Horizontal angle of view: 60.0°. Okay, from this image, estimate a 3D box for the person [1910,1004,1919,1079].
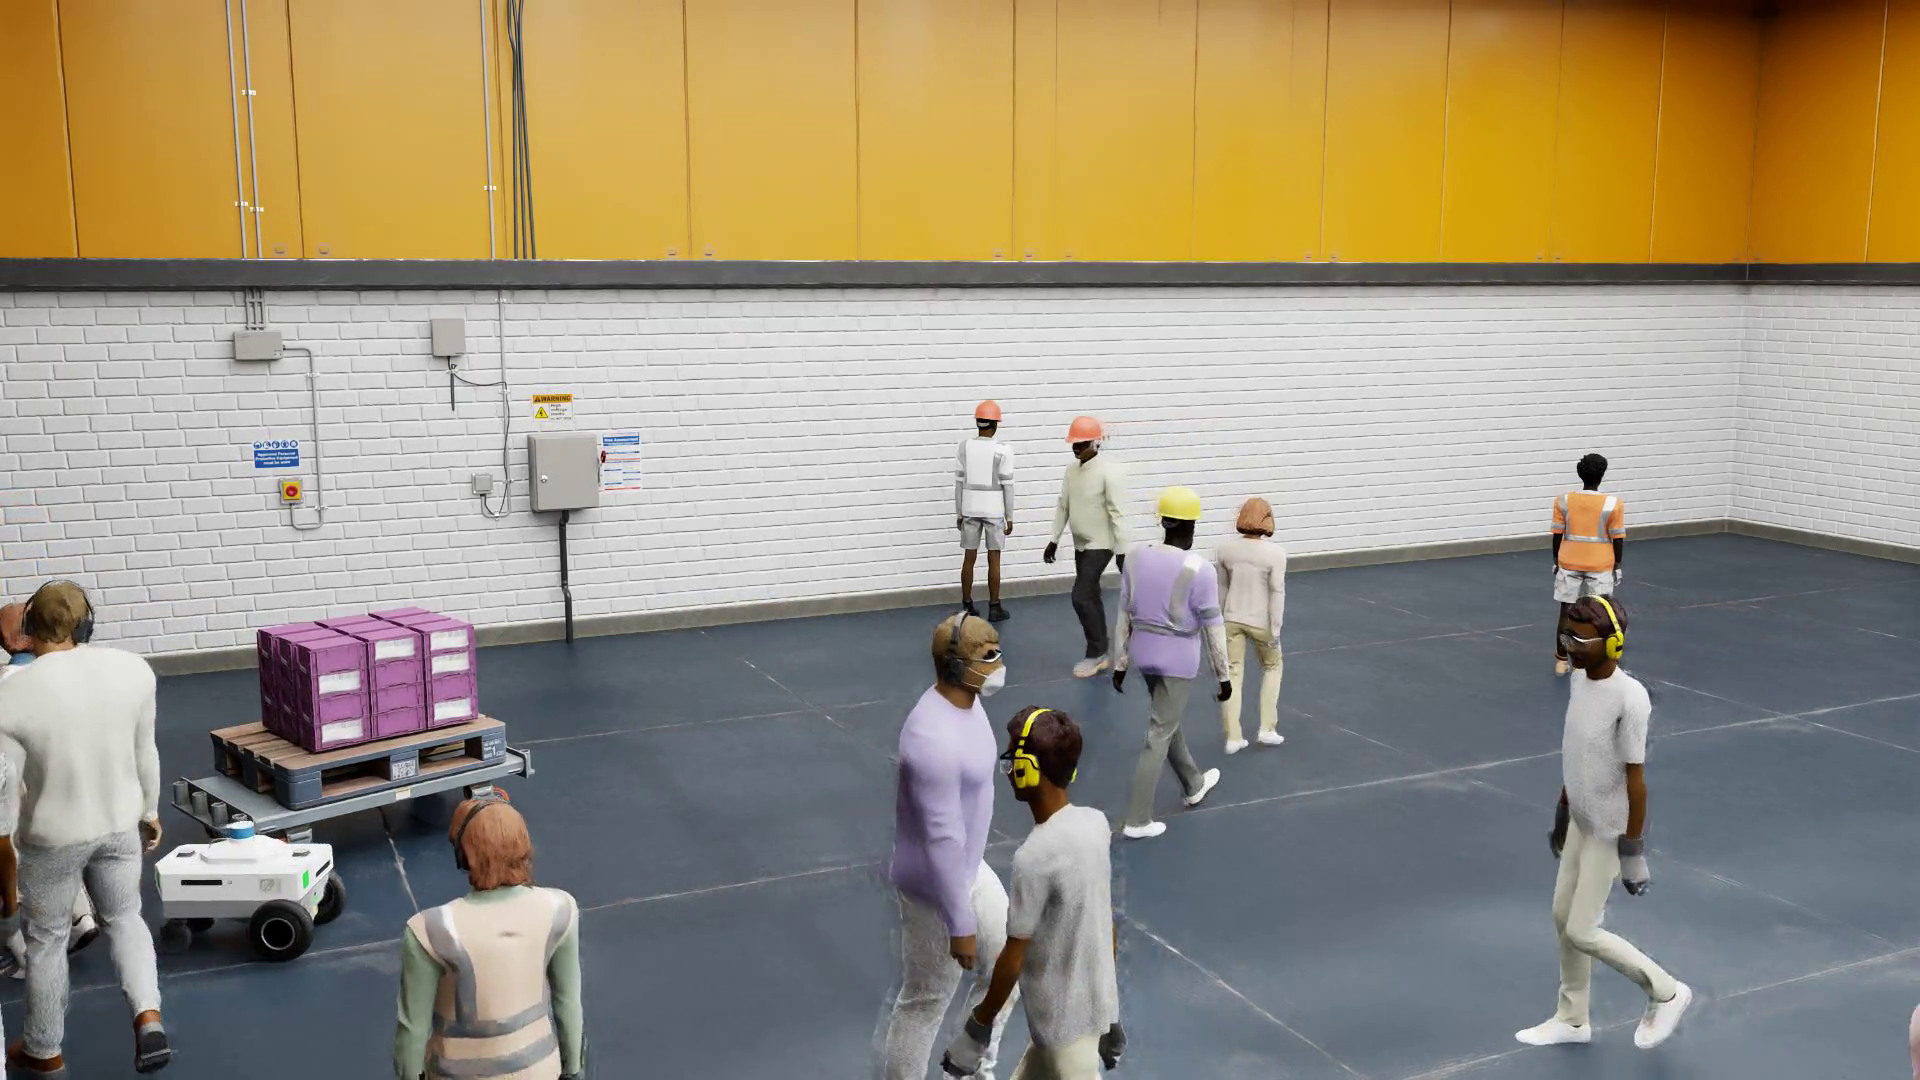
[{"bbox_3d":[2.396,1.545,3.975,0.551,1.713,0.912,-2,9,-15],"label":"person"}]

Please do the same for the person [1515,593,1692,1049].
[{"bbox_3d":[2.499,1.101,6.361,0.535,1.846,0.559,0,9,-2],"label":"person"}]

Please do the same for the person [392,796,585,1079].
[{"bbox_3d":[-1.242,1.505,4.551,0.513,1.614,0.774,-8,12,-42],"label":"person"}]

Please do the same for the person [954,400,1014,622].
[{"bbox_3d":[0.221,-0.249,14.468,0.543,1.930,0.380,3,10,19],"label":"person"}]

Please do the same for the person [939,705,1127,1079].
[{"bbox_3d":[0.239,1.374,4.769,0.991,1.802,0.483,3,10,19],"label":"person"}]

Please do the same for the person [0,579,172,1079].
[{"bbox_3d":[-3.252,1.097,6.156,0.745,1.914,0.655,7,12,38],"label":"person"}]

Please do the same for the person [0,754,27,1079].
[{"bbox_3d":[-3.208,1.300,5.243,1.019,1.797,0.550,9,13,44],"label":"person"}]

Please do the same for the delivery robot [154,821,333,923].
[{"bbox_3d":[-3.222,1.512,7.494,0.707,0.478,0.477,0,9,0],"label":"delivery robot"}]

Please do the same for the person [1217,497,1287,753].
[{"bbox_3d":[1.866,0.532,10.580,0.499,1.614,0.569,6,11,33],"label":"person"}]

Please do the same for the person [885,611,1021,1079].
[{"bbox_3d":[0.026,1.183,5.611,0.669,1.913,0.656,2,9,11],"label":"person"}]

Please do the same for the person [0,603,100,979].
[{"bbox_3d":[-4.000,1.082,7.163,0.362,1.623,0.608,2,9,11],"label":"person"}]

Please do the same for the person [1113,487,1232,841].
[{"bbox_3d":[1.203,0.647,9.037,0.974,1.877,0.621,-8,12,-42],"label":"person"}]

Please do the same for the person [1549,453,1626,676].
[{"bbox_3d":[4.671,0.199,12.396,0.540,1.696,0.315,6,11,34],"label":"person"}]

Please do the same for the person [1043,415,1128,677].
[{"bbox_3d":[0.945,0.045,12.495,0.603,1.967,0.633,-5,10,-26],"label":"person"}]
